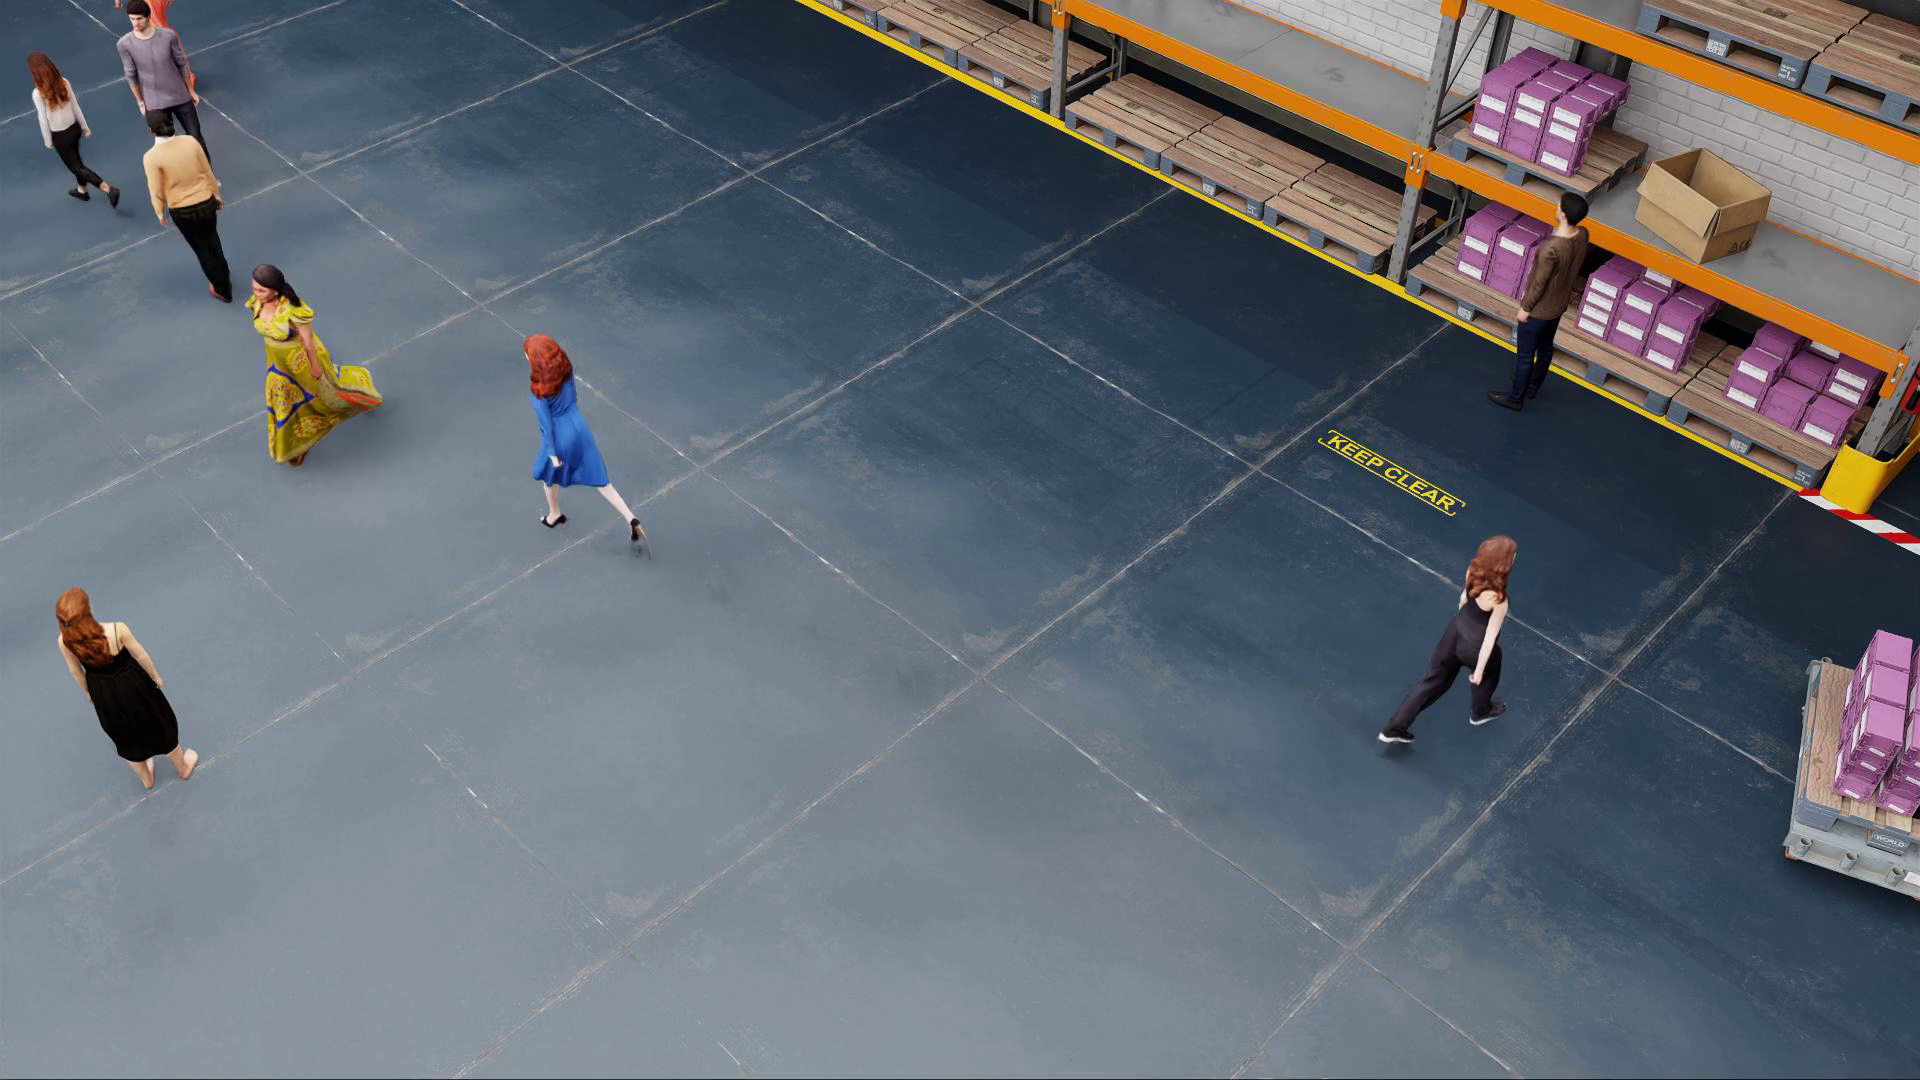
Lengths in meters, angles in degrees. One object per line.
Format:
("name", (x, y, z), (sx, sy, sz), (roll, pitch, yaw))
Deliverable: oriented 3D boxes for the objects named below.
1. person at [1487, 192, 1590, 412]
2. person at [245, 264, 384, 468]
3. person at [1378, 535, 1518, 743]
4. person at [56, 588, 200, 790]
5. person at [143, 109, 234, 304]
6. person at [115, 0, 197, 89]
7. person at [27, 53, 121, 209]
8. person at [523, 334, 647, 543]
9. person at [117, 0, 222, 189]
("person", (4.455, -1.809, 12.647), (0.658, 1.889, 0.583), (-31, 52, -28))
("person", (-4.888, -1.392, 12.399), (1.372, 1.627, 1.228), (12, 45, 13))
("person", (3.031, 0.656, 10.194), (0.969, 1.703, 1.178), (-15, 46, -15))
("person", (-5.048, 0.899, 9.995), (0.672, 1.625, 0.696), (-13, 45, -13))
("person", (-6.286, -2.719, 13.705), (0.745, 1.746, 0.710), (29, 51, 27))
("person", (-7.954, -5.281, 16.383), (1.208, 1.761, 0.685), (30, 51, 28))
("person", (-7.931, -3.614, 14.850), (1.001, 1.464, 0.781), (15, 46, 15))
("person", (-2.641, -0.650, 11.500), (1.191, 1.794, 0.837), (21, 48, 21))
("person", (-7.143, -3.995, 14.969), (0.722, 1.851, 0.632), (-22, 48, -21))
